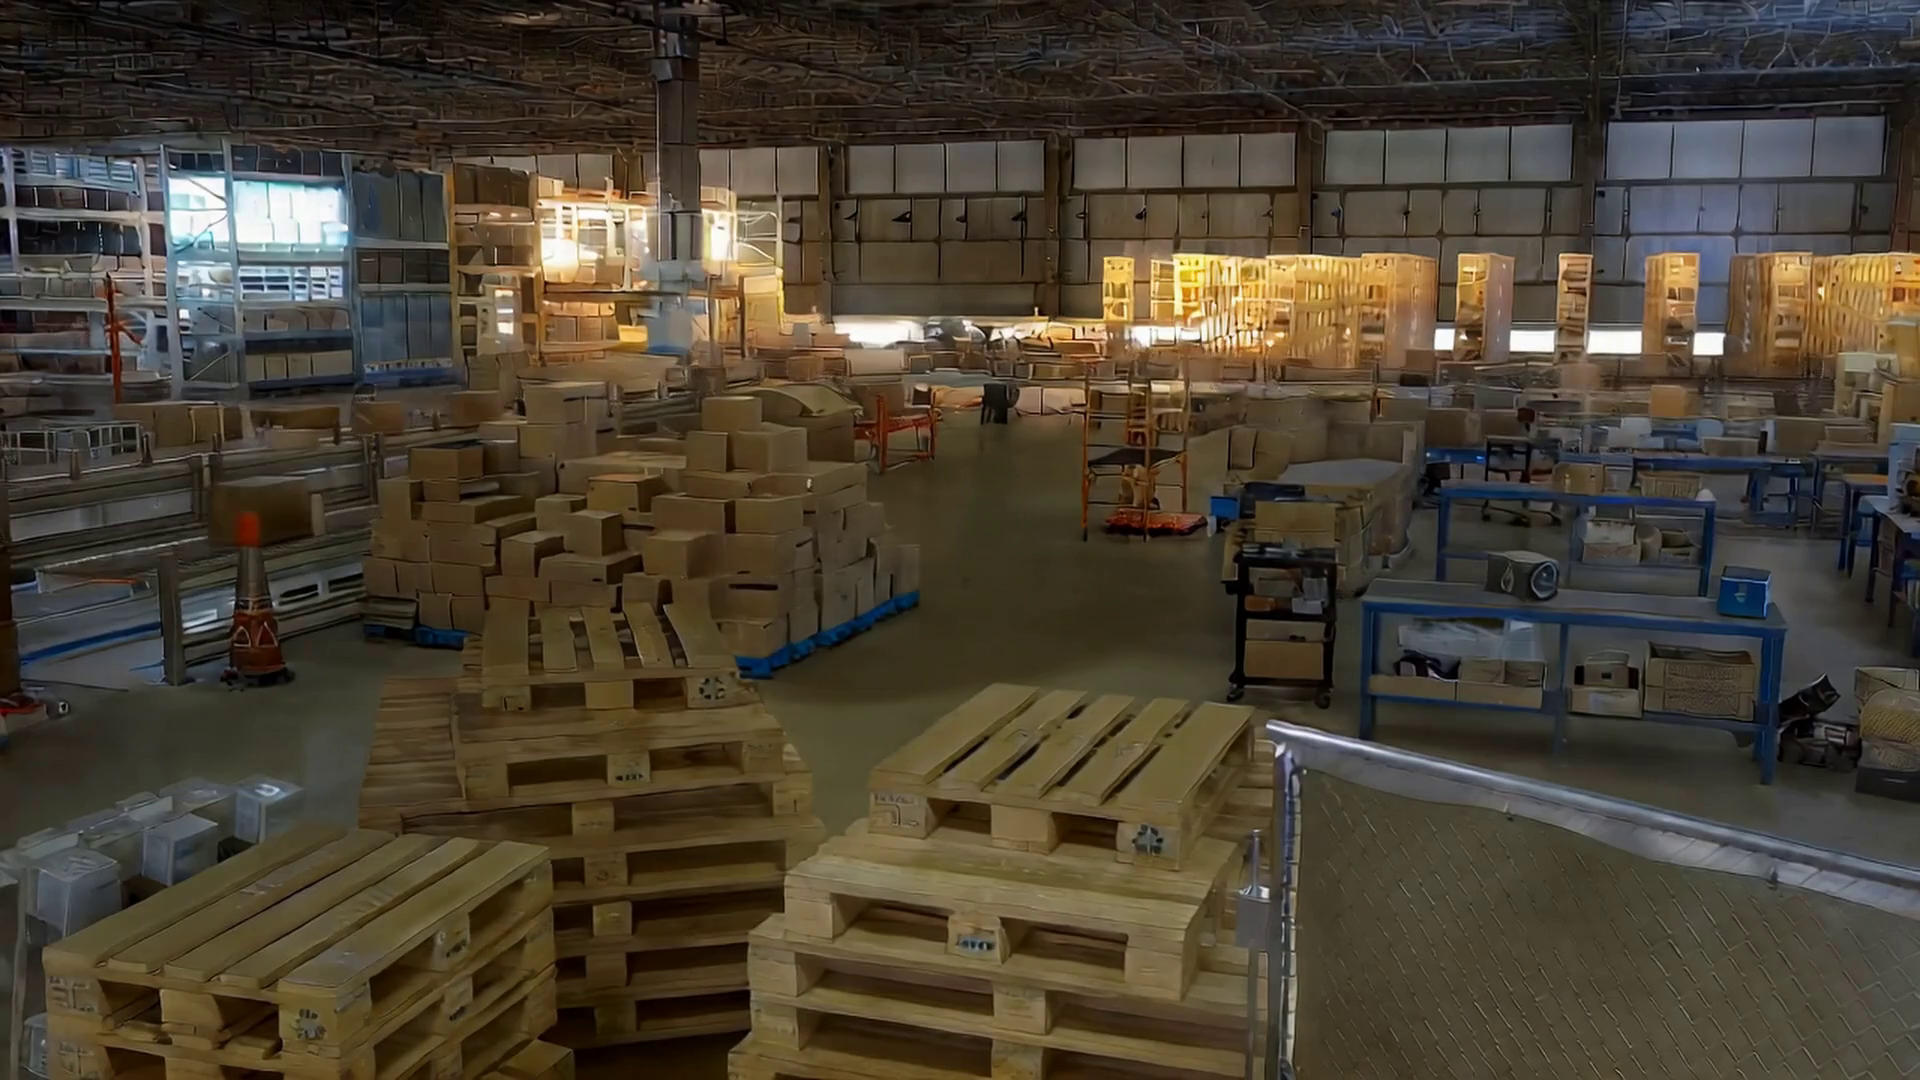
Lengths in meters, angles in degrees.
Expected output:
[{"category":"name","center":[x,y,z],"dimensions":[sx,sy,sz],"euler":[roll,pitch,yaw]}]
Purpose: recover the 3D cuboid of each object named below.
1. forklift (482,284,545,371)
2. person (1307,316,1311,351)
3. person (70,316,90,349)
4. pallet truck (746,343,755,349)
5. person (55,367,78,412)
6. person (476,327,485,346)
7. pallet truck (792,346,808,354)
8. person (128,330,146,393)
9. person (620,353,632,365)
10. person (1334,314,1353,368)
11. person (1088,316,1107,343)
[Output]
[{"category":"forklift","center":[-10.832,-4.702,39.610],"dimensions":[1.129,2.768,1.873],"euler":[3,10,20]},{"category":"person","center":[12.377,-7.350,59.463],"dimensions":[0.390,1.850,0.565],"euler":[2,9,10]},{"category":"person","center":[-24.086,-5.163,45.508],"dimensions":[0.644,1.919,0.513],"euler":[3,10,19]},{"category":"pallet truck","center":[-6.183,-4.618,44.264],"dimensions":[1.601,1.201,0.680],"euler":[-9,12,-43]},{"category":"person","center":[-14.235,-1.981,26.473],"dimensions":[0.505,1.624,0.338],"euler":[5,10,30]},{"category":"person","center":[-11.696,-4.395,41.033],"dimensions":[0.607,1.814,0.684],"euler":[3,10,20]},{"category":"pallet truck","center":[-3.705,-4.298,42.022],"dimensions":[0.653,1.274,1.630],"euler":[3,10,20]},{"category":"person","center":[-21.300,-4.617,43.014],"dimensions":[0.299,1.626,0.496],"euler":[-1,9,-6]},{"category":"person","center":[-10.489,-6.157,51.942],"dimensions":[0.558,1.882,0.905],"euler":[2,9,14]},{"category":"person","center":[11.987,-6.141,51.927],"dimensions":[0.602,1.830,0.404],"euler":[7,12,39]},{"category":"person","center":[3.848,-5.261,46.186],"dimensions":[0.641,1.893,0.980],"euler":[6,11,33]}]
